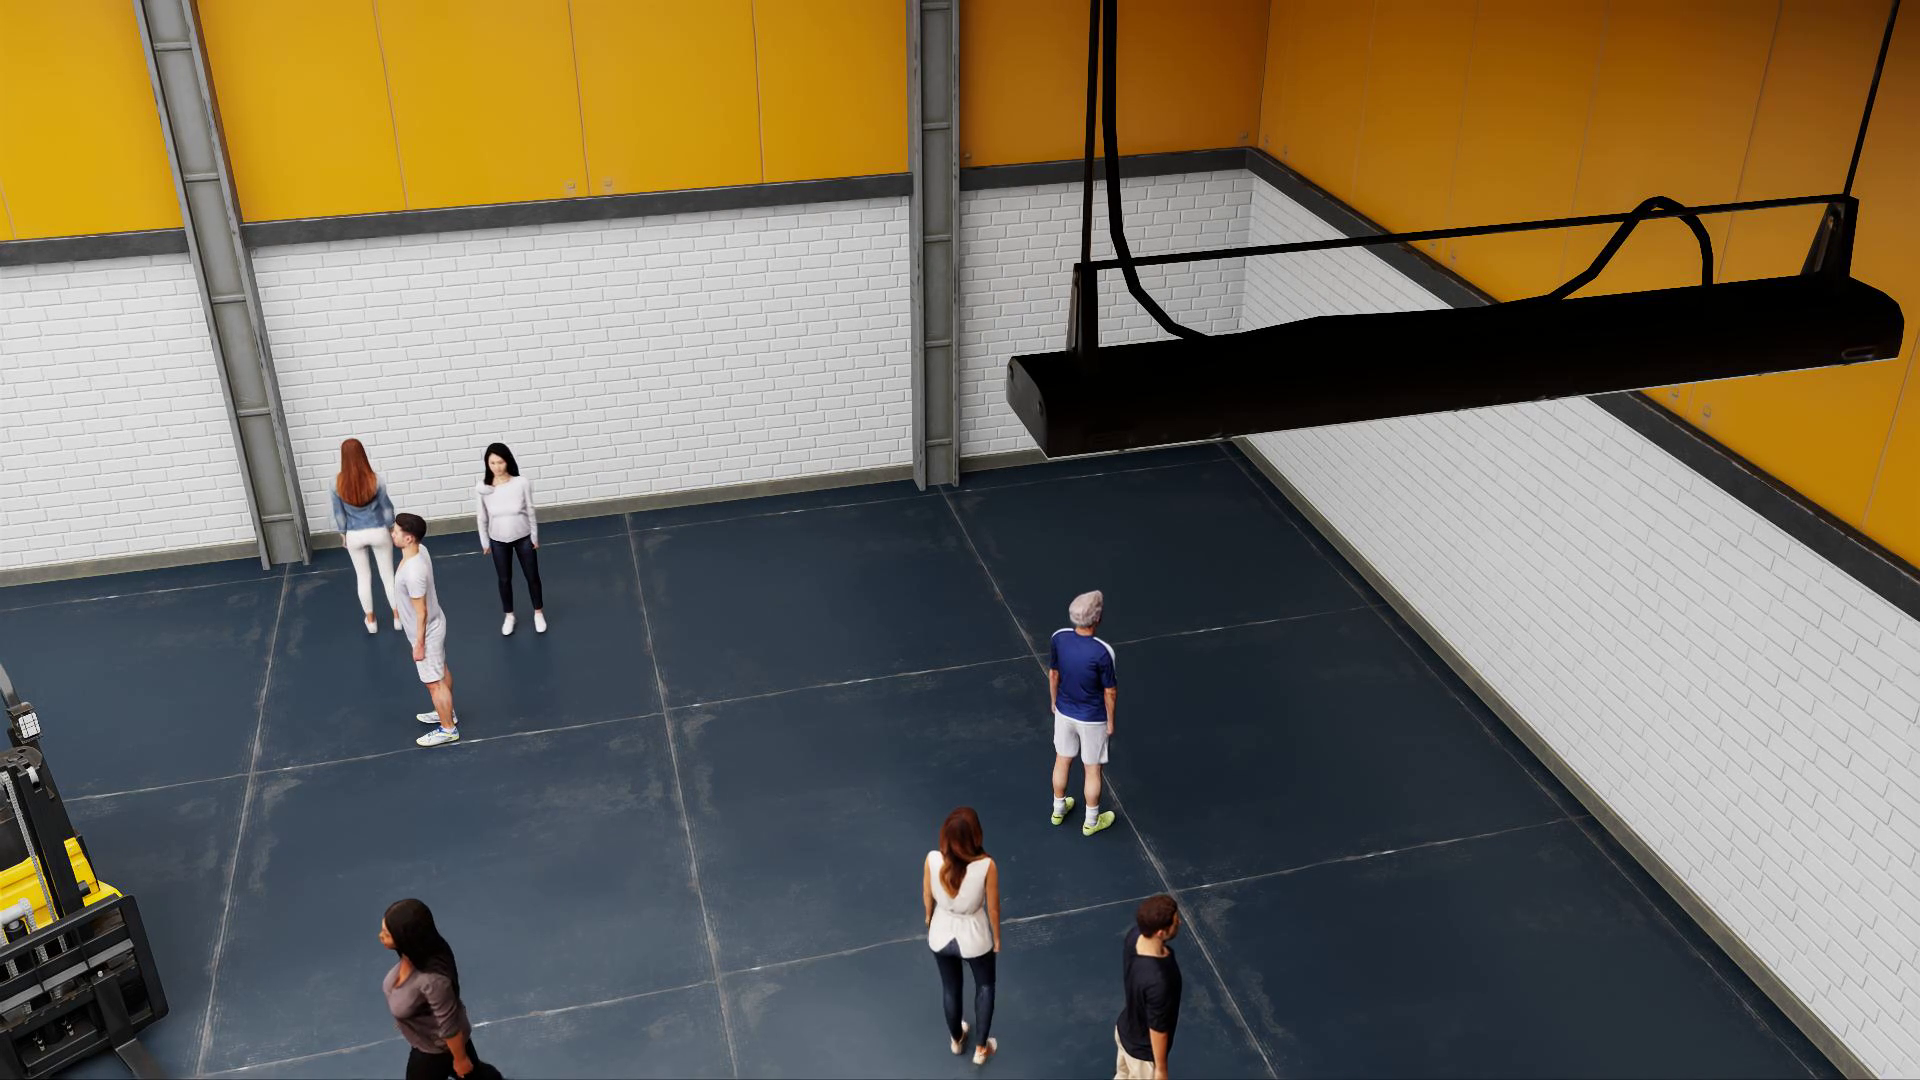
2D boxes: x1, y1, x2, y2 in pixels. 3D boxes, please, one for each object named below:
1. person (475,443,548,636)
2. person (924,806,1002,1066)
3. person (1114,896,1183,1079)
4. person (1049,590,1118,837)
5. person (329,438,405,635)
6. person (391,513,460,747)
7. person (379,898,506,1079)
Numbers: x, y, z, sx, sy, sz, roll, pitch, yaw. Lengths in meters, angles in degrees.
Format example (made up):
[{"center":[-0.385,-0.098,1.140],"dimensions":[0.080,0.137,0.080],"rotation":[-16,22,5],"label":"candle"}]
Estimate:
[{"center":[-3.638,-0.026,13.506],"dimensions":[0.470,1.701,0.670],"rotation":[-6,29,-11],"label":"person"},{"center":[-0.010,2.250,9.253],"dimensions":[0.672,1.778,0.776],"rotation":[6,29,10],"label":"person"},{"center":[0.938,2.573,8.582],"dimensions":[0.545,1.854,0.633],"rotation":[-6,29,-10],"label":"person"},{"center":[0.821,1.155,11.200],"dimensions":[0.705,1.836,0.755],"rotation":[17,33,28],"label":"person"},{"center":[-4.809,-0.026,13.507],"dimensions":[0.459,1.700,0.686],"rotation":[-5,29,-10],"label":"person"},{"center":[-3.899,0.632,12.138],"dimensions":[0.547,1.855,0.666],"rotation":[-7,29,-13],"label":"person"},{"center":[-2.602,2.576,8.647],"dimensions":[1.191,1.786,0.807],"rotation":[-13,31,-22],"label":"person"}]
